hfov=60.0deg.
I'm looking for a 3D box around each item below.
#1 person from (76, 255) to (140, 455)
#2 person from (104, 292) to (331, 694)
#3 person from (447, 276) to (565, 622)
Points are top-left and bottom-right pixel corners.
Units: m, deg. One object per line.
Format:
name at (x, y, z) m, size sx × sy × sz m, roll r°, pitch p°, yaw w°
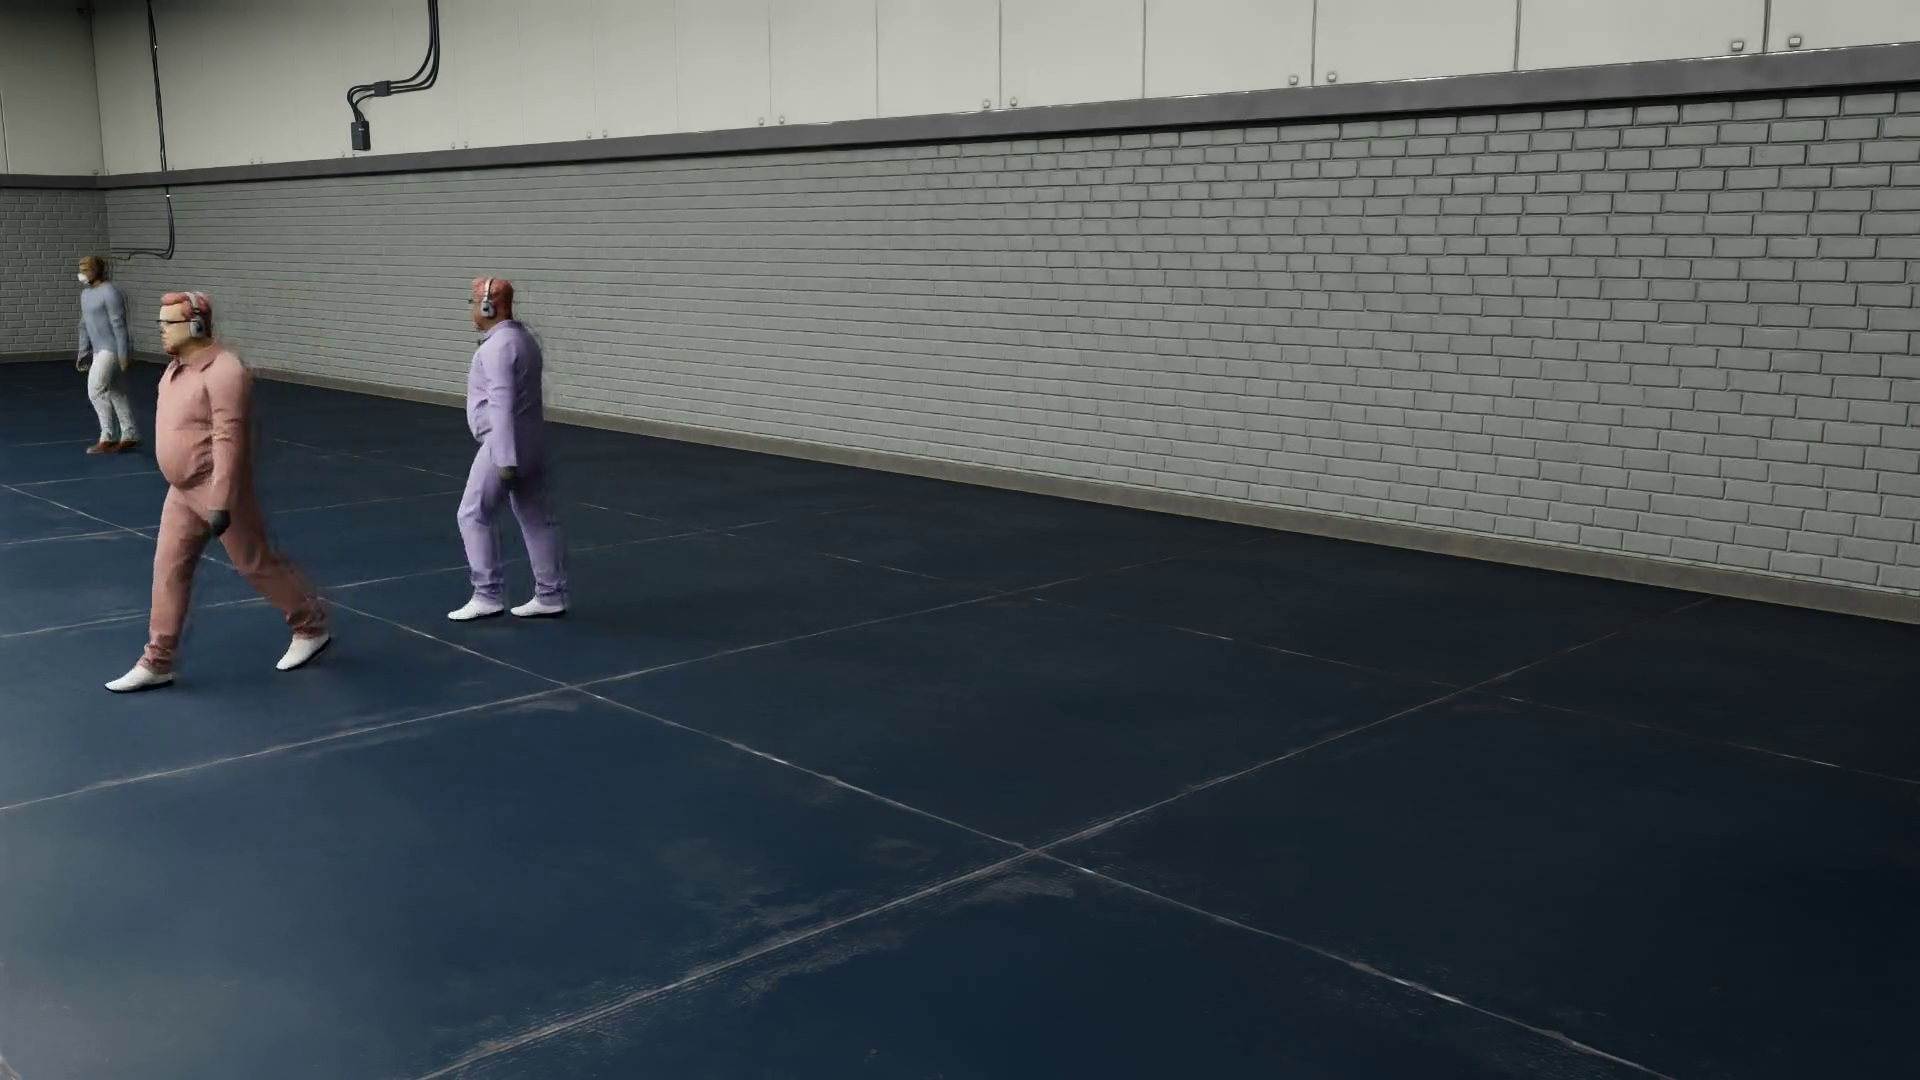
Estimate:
person at (-8.312, -1.780, 16.058) m, size 0.629 × 1.915 × 0.718 m, roll 10°, pitch 14°, yaw 43°
person at (-3.537, -0.249, 7.904) m, size 0.659 × 1.858 × 1.023 m, roll 8°, pitch 13°, yaw 38°
person at (-2.545, -0.486, 9.122) m, size 0.733 × 1.886 × 0.662 m, roll 1°, pitch 10°, yaw 6°
